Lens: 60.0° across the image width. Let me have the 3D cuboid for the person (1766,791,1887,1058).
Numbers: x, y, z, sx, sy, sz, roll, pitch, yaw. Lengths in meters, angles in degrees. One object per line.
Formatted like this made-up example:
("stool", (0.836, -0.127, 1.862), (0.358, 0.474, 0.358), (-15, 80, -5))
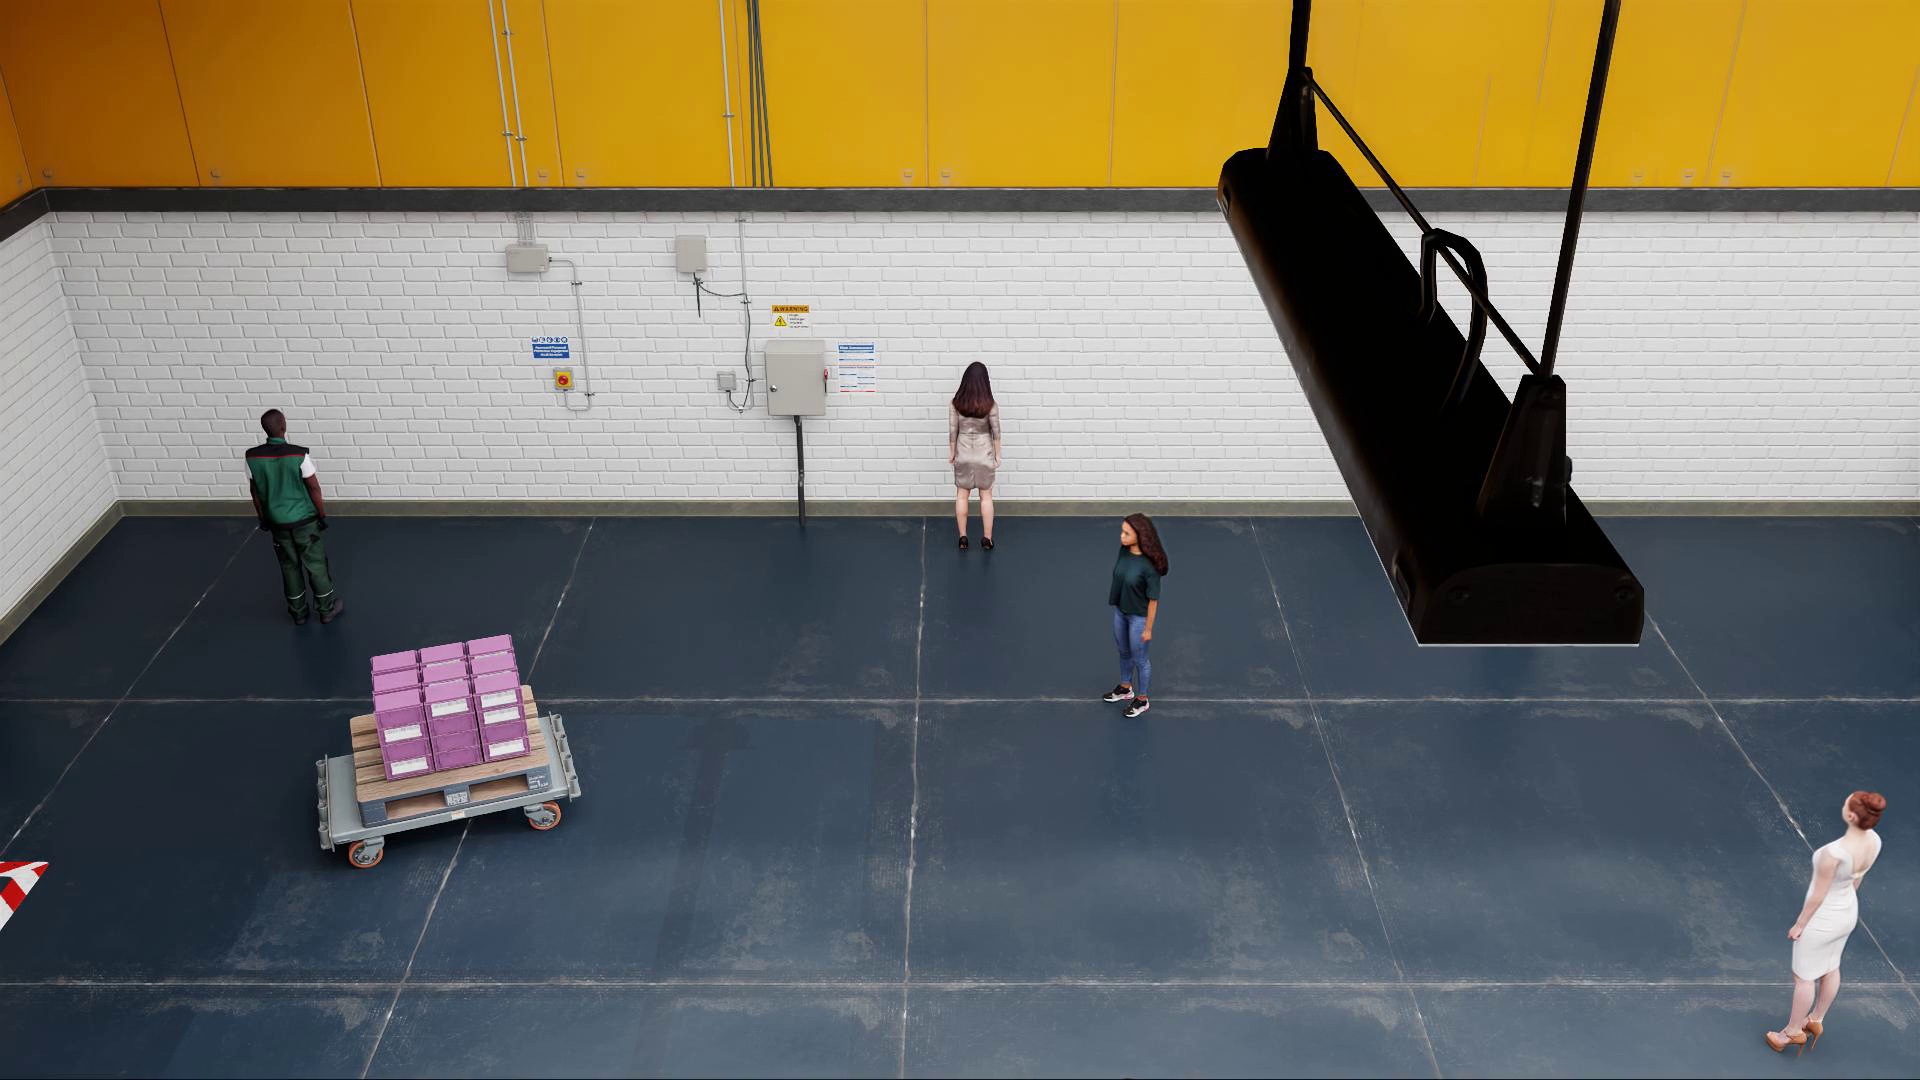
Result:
("person", (4.723, 2.081, 9.051), (0.643, 1.793, 0.626), (-13, 31, -23))

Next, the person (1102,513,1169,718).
("person", (1.270, 0.534, 12.072), (0.768, 1.615, 0.683), (-16, 33, -27))

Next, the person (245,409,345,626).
("person", (-5.278, -0.177, 13.144), (0.692, 1.838, 0.592), (-2, 29, -3))

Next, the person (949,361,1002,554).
("person", (0.122, -0.697, 14.194), (0.633, 1.744, 0.562), (5, 29, 9))
